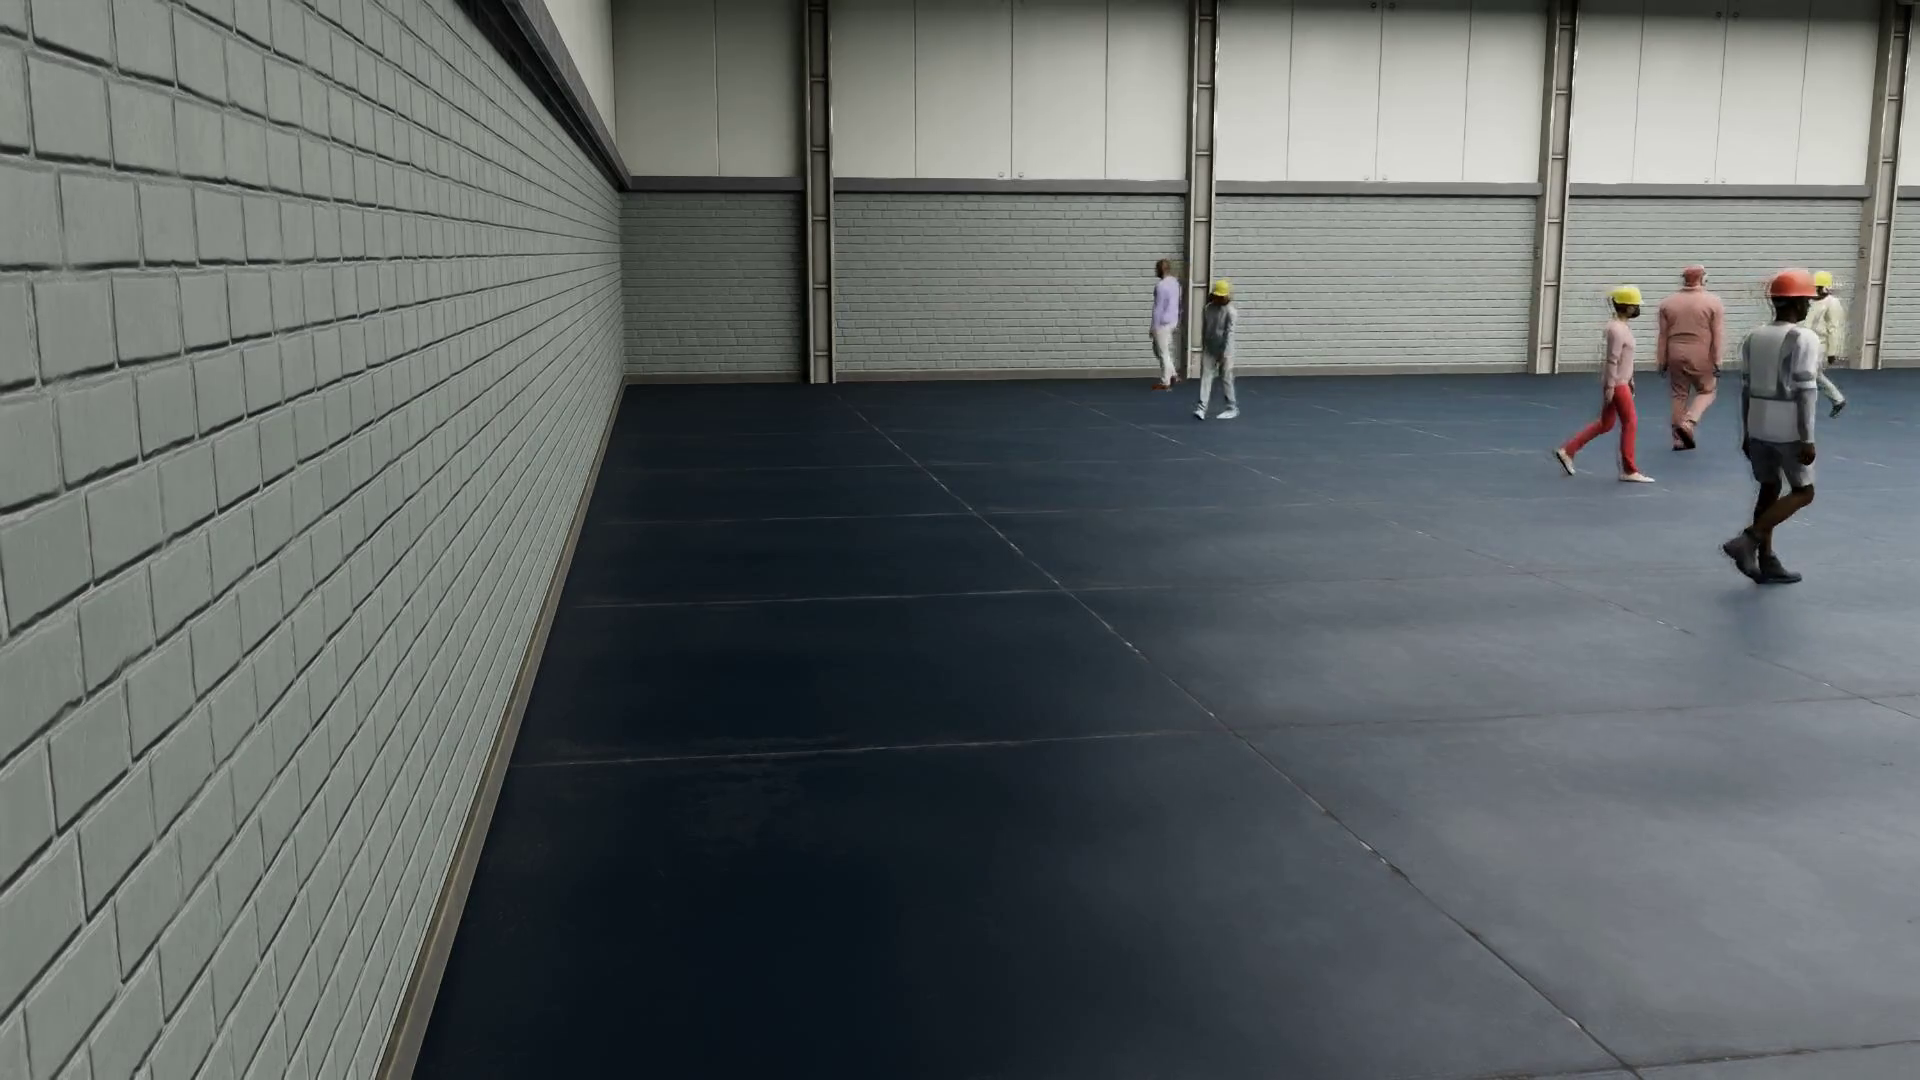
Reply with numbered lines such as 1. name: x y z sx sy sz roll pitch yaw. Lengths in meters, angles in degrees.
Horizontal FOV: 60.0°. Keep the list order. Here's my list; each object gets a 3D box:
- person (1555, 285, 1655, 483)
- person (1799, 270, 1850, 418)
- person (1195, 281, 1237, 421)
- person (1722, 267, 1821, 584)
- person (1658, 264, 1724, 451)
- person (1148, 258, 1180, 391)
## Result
1. person: 5.745 -1.388 14.711 0.803 1.736 0.528 5 11 25
2. person: 10.344 -2.329 19.954 0.834 1.803 0.595 0 10 1
3. person: 3.053 -2.251 19.845 0.540 1.670 0.894 8 13 39
4. person: 4.893 -0.665 9.996 0.522 1.927 0.561 -2 10 -14
5. person: 7.376 -1.830 16.794 0.465 1.890 0.672 -9 13 -41
6. person: 2.933 -3.103 24.063 0.434 1.925 0.629 5 11 26
